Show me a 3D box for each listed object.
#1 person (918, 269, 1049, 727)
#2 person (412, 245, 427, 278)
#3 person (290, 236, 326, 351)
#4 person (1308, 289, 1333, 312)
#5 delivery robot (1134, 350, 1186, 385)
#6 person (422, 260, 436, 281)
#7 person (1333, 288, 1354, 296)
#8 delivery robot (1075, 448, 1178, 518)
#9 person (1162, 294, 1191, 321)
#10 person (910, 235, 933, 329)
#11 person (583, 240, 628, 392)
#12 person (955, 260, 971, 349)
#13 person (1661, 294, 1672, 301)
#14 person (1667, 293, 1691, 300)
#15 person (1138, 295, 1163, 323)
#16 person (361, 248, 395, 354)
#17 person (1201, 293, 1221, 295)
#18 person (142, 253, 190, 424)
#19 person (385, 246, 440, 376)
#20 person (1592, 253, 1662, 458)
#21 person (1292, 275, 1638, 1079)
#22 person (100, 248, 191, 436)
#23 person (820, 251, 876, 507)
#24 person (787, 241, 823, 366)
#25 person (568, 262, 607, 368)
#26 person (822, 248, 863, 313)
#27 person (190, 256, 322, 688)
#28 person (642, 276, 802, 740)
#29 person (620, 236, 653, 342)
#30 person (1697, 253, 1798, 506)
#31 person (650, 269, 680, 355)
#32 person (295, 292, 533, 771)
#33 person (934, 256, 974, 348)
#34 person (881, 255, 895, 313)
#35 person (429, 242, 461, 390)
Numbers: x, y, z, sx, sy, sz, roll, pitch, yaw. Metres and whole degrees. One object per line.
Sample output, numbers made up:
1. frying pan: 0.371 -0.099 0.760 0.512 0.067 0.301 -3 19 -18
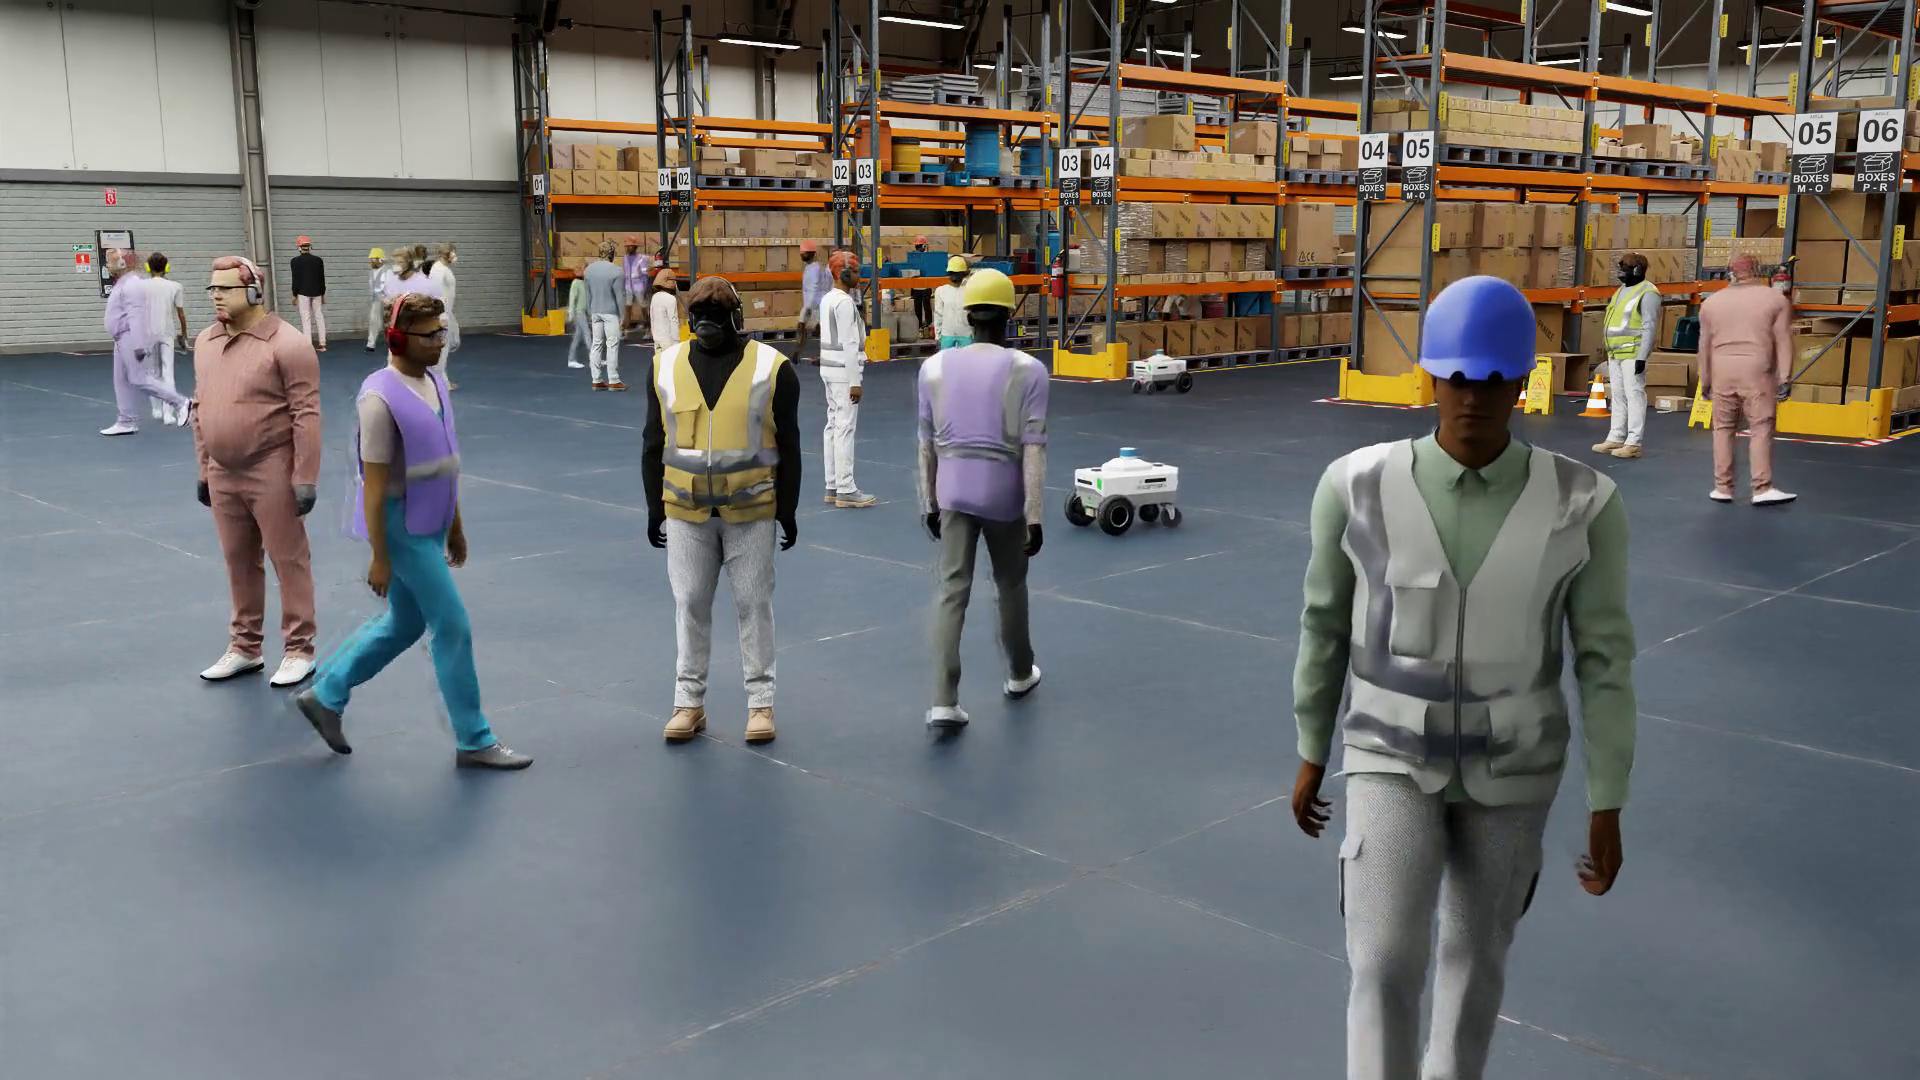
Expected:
1. person: 0.087 -0.183 6.926 0.587 1.870 1.007 3 11 17
2. person: -9.216 -4.131 28.513 0.505 1.841 0.331 3 11 16
3. person: -11.249 -4.244 28.700 0.394 1.990 0.618 8 13 38
4. person: 7.043 -4.763 32.490 0.514 1.641 0.309 8 13 36
5. delivery robot: 2.564 -2.199 21.333 0.707 0.478 0.477 -8 13 -37
6. person: -7.145 -2.934 22.455 0.551 1.660 0.577 -1 10 -4
7. person: 7.924 -5.265 34.288 0.391 1.986 0.609 -10 14 -43
8. delivery robot: 1.156 -0.396 11.504 0.707 0.478 0.477 -6 12 -29
9. person: 3.703 -4.218 28.757 1.008 1.913 0.630 -9 14 -40
10. person: -0.755 -4.950 32.544 0.614 1.994 0.381 10 14 44
11. person: -4.578 -2.900 21.543 0.627 1.933 0.357 5 11 24
12. person: 0.044 -3.456 25.385 0.285 1.632 0.501 -5 11 -23
13. person: 14.838 -5.370 35.143 0.850 1.895 0.603 2 11 11
14. person: 15.058 -5.281 34.594 0.697 1.894 0.798 5 12 27
15. person: 4.424 -5.775 37.642 0.881 1.788 0.632 -8 13 -38
16. person: -9.823 -4.091 28.446 0.586 1.792 0.934 6 12 29
17. person: 5.614 -5.749 37.454 0.606 1.804 0.886 4 11 20
18. person: -8.646 -2.185 17.998 0.553 1.801 0.916 -4 11 -22
19. person: -5.497 -1.953 16.510 0.644 1.879 1.037 5 12 26
20. person: 6.078 -1.685 15.158 0.430 1.845 0.619 -1 10 -7
21. person: 0.949 0.473 3.171 0.645 1.913 0.867 3 11 14
22. person: -8.330 -2.016 16.876 0.769 1.882 0.641 -7 13 -35
23. person: -0.860 -1.200 12.404 0.355 1.883 0.576 -4 11 -21
24. person: -2.399 -3.623 25.546 0.889 1.902 0.566 -4 11 -20
25. person: -5.632 -3.392 25.131 0.829 1.592 0.543 3 11 14
26. person: -1.894 -3.759 26.636 0.938 1.795 0.615 10 14 43
27. person: -3.160 -0.300 7.426 0.643 1.910 0.400 4 11 20
28. person: -0.950 -0.116 6.605 0.637 1.842 0.429 1 10 3
29. person: -6.163 -4.781 31.632 0.620 1.996 1.042 3 11 18
30. person: 5.922 -1.207 12.488 0.778 1.870 0.474 9 14 40
31. person: -3.244 -2.179 18.423 0.273 1.631 0.507 -8 13 -37
32. person: -2.119 -0.023 6.247 0.897 1.811 0.588 0 10 2
33. person: -0.032 -2.290 18.676 0.525 1.765 0.329 1 10 5
34. person: -1.390 -4.451 30.787 0.313 1.642 0.513 -9 13 -39
35. person: -6.787 -2.924 21.704 0.499 1.916 0.659 -1 10 -5
